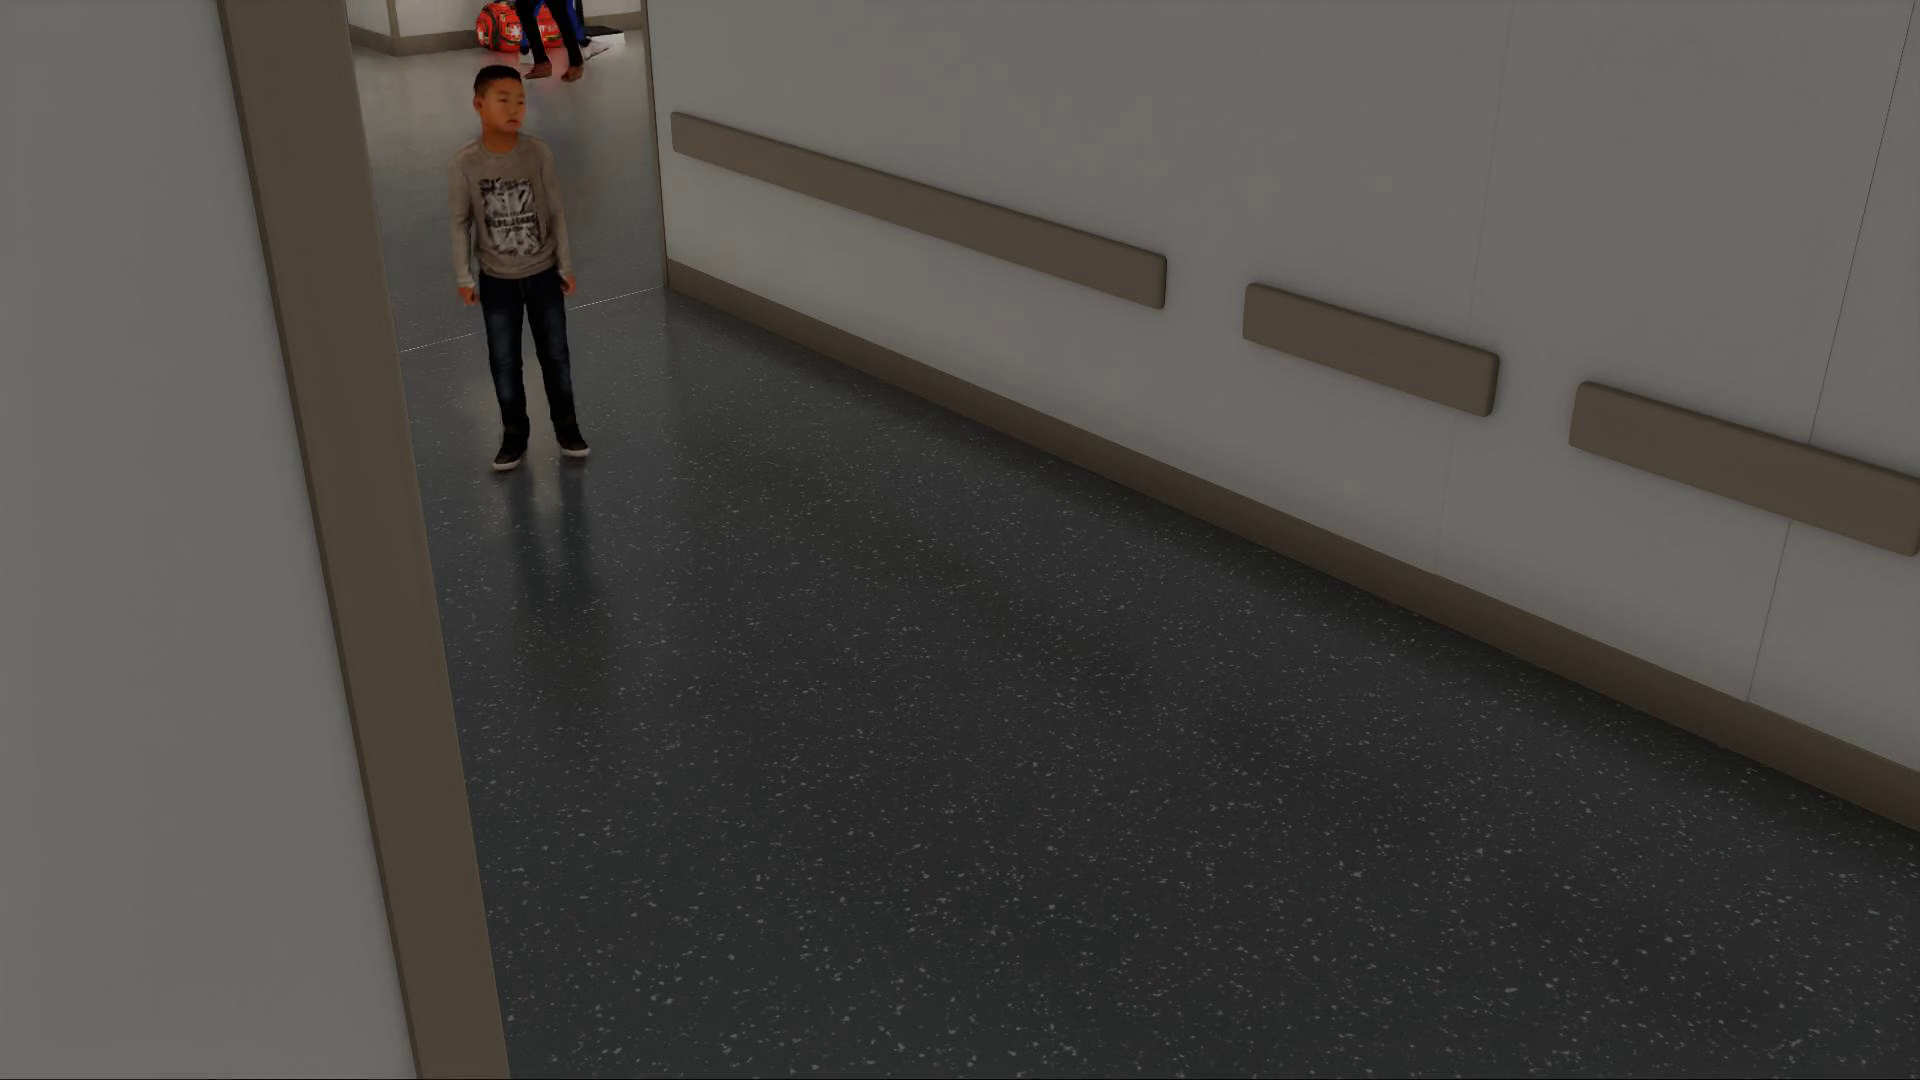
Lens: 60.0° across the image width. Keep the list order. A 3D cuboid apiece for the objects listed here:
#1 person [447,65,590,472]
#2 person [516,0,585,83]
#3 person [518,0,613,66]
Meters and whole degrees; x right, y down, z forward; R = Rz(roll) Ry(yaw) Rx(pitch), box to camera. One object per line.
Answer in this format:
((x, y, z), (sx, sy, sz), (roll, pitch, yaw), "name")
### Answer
((-1.614, -0.988, 6.088), (0.564, 1.461, 0.700), (-6, 26, -12), "person")
((-3.196, -4.420, 13.012), (0.736, 1.629, 0.703), (23, 34, 39), "person")
((-3.515, -4.750, 13.584), (1.127, 1.726, 0.933), (-8, 27, -16), "person")
